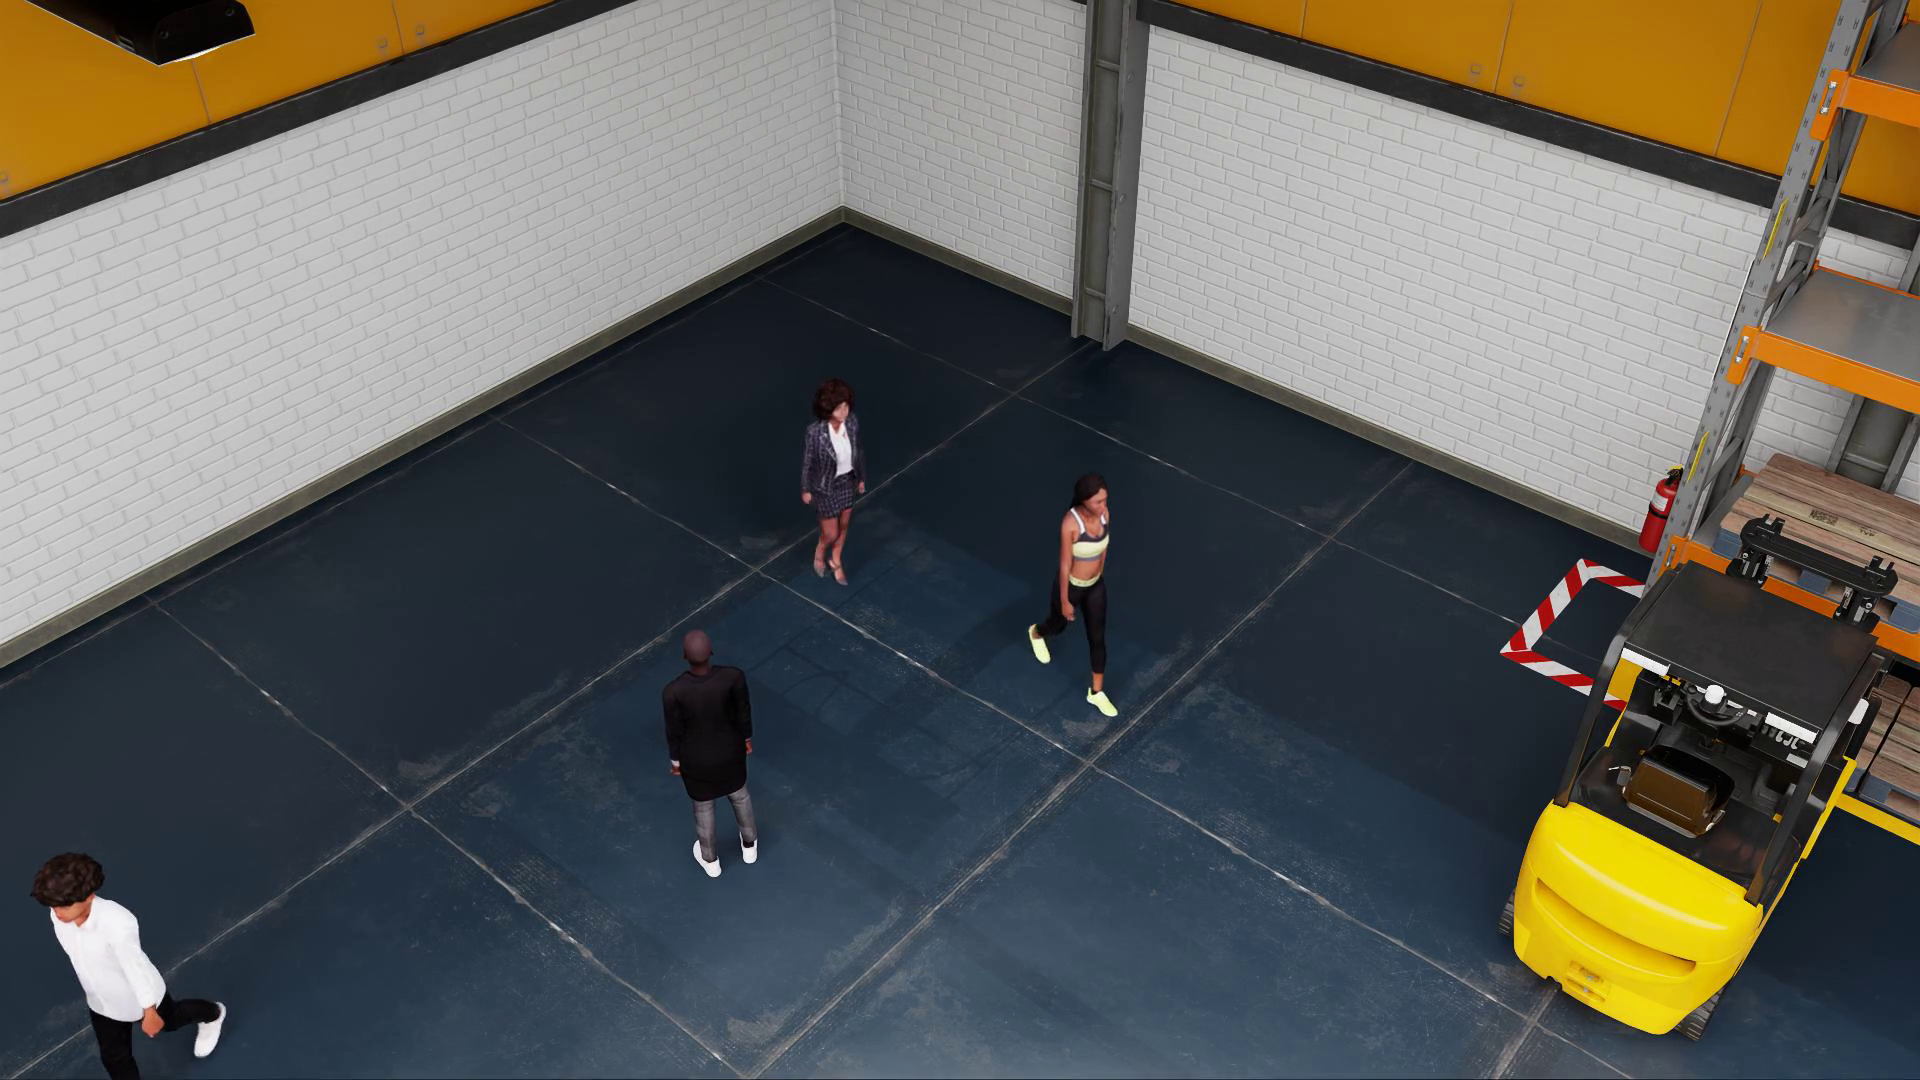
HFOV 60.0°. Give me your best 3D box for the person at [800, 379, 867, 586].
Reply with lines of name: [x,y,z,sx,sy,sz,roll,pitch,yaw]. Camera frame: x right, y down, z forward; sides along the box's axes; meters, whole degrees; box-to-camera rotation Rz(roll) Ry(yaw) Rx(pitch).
person: [-0.922,-0.404,11.477,0.688,1.686,0.667,-23,44,-26]

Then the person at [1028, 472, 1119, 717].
person: [0.693,0.272,10.602,0.829,1.722,1.181,-20,43,-23]

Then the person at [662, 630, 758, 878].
person: [-1.405,1.205,9.403,0.730,1.761,0.717,-15,41,-18]

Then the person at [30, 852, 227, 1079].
person: [-4.069,2.149,8.213,1.177,1.771,1.023,10,40,12]
